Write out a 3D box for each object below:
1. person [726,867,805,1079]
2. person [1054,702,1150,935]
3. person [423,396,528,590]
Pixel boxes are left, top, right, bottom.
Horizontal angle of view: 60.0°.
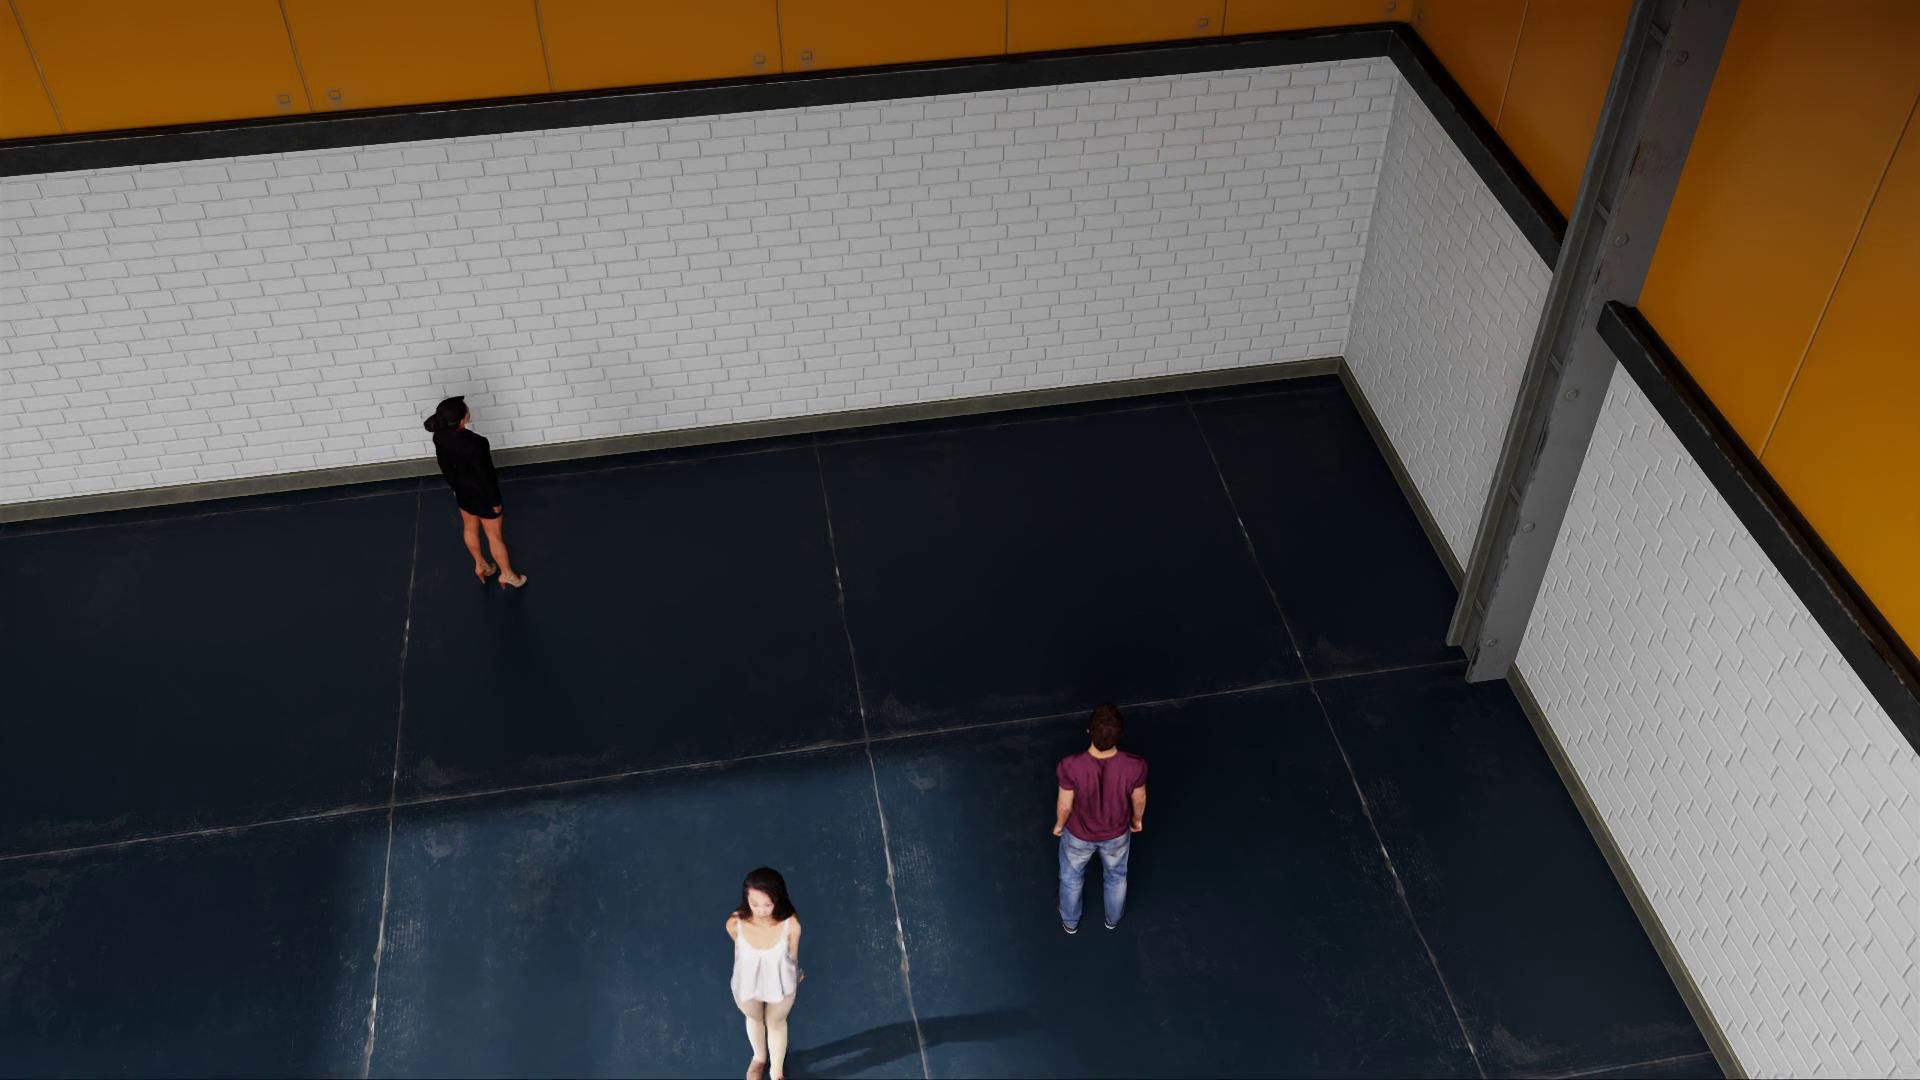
[{"bbox_3d":[-0.985,2.257,8.593,0.587,1.638,0.746,-3,44,-4],"label":"person"},{"bbox_3d":[0.761,1.554,9.174,0.679,1.855,0.588,-2,44,-3],"label":"person"},{"bbox_3d":[-3.279,-0.305,11.281,0.709,1.639,0.768,23,48,22],"label":"person"}]
